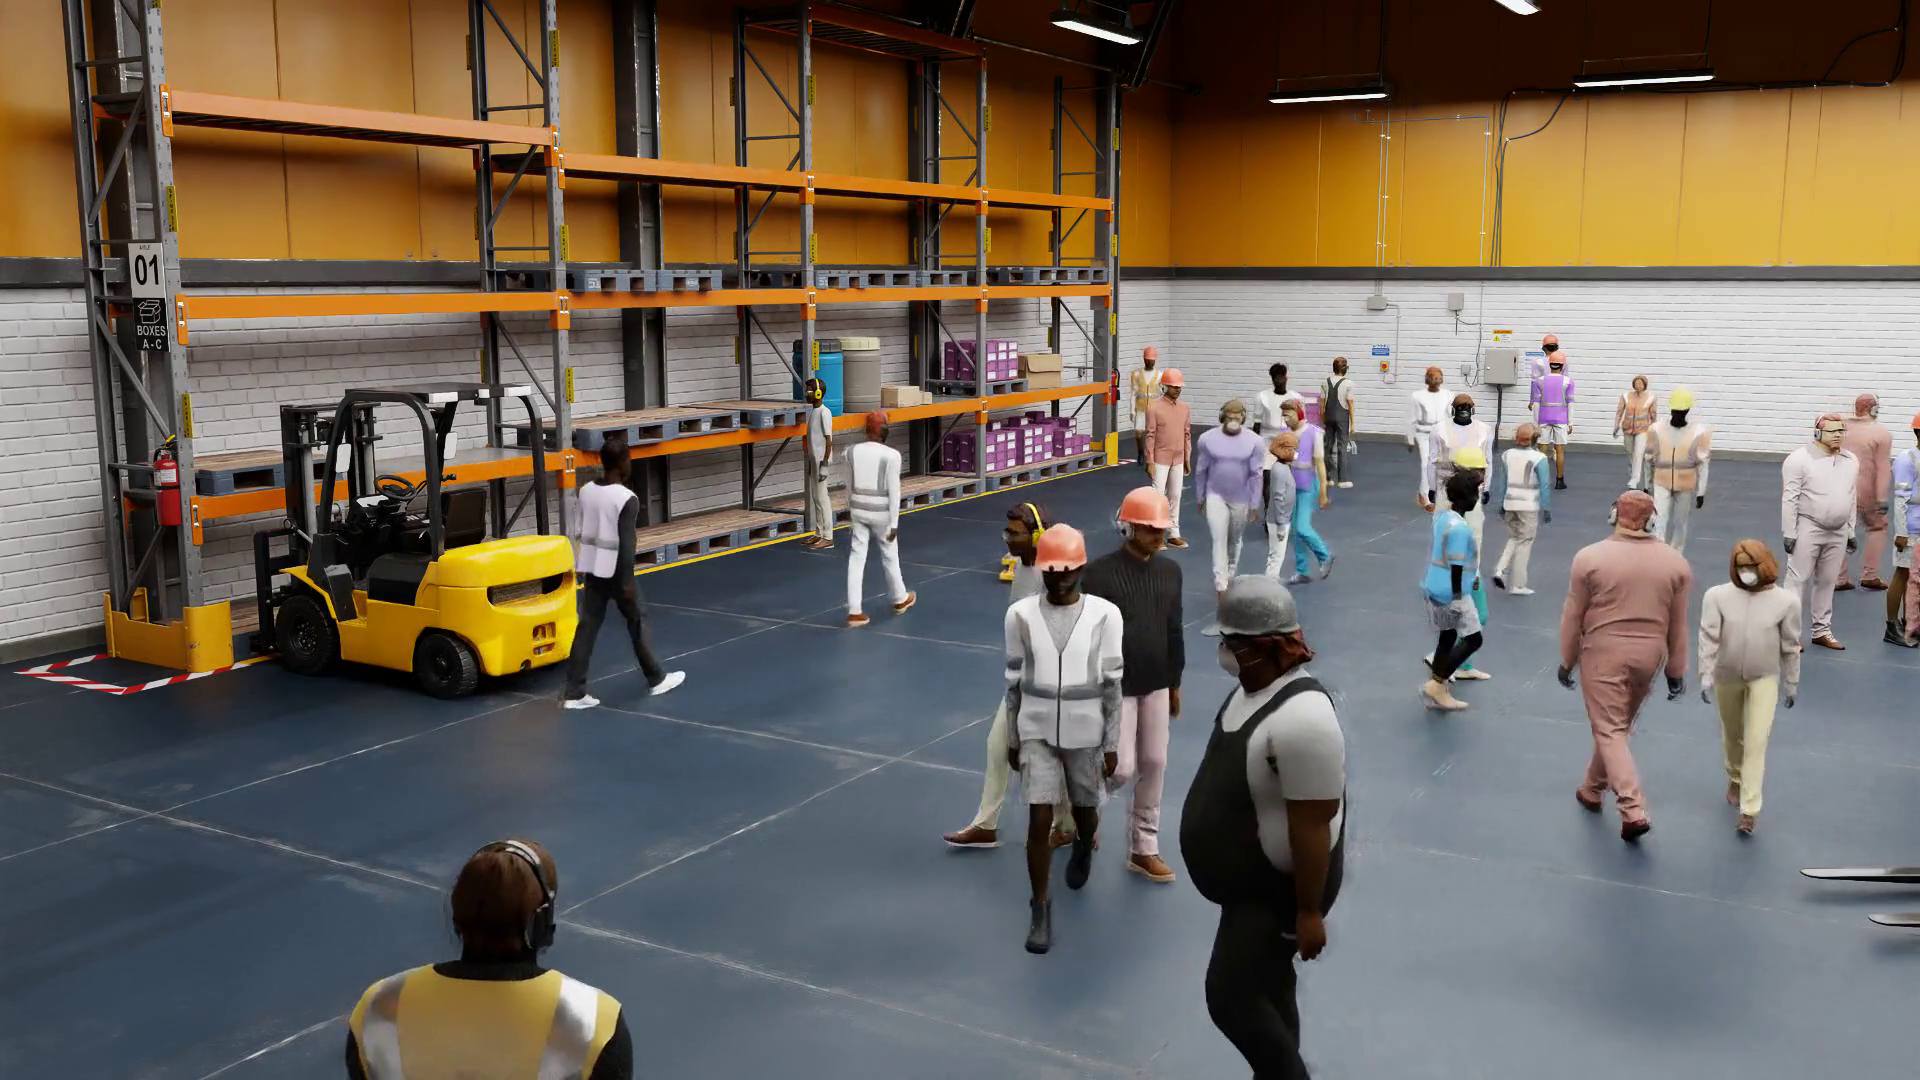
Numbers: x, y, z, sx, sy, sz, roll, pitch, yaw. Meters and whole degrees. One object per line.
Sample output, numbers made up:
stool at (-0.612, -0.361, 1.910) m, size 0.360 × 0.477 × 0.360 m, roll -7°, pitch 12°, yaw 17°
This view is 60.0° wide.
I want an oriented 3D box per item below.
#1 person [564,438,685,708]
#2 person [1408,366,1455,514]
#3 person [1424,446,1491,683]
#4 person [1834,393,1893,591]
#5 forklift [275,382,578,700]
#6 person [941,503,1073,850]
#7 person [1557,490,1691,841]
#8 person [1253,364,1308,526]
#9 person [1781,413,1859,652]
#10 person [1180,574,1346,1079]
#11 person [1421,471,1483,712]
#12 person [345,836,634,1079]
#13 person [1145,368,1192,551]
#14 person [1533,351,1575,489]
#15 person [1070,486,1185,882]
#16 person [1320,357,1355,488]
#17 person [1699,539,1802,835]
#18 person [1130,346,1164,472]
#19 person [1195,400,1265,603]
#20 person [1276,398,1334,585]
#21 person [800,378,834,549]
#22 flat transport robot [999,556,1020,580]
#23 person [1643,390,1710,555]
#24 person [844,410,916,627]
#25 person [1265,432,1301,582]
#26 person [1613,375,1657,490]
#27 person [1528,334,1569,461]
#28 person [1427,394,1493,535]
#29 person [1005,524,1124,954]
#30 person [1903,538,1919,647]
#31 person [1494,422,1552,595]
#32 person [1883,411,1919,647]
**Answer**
person at (-2.411, 0.223, 11.630) m, size 0.607 × 1.867 × 0.997 m, roll 7°, pitch 11°, yaw 37°
person at (5.986, -1.298, 21.192) m, size 0.575 × 1.857 × 0.902 m, roll -1°, pitch 9°, yaw -6°
person at (3.689, 0.191, 12.156) m, size 0.485 × 1.756 × 0.572 m, roll 0°, pitch 9°, yaw 0°
person at (8.576, -0.451, 15.752) m, size 0.689 × 1.883 × 0.680 m, roll -5°, pitch 10°, yaw -26°
forklift at (-3.974, -0.067, 12.417) m, size 2.313 × 2.155 × 1.214 m, roll 5°, pitch 11°, yaw 30°
person at (0.260, 0.728, 8.558) m, size 0.795 × 1.842 × 0.564 m, roll -4°, pitch 10°, yaw -23°
person at (3.595, 0.662, 8.982) m, size 0.661 × 1.853 × 0.952 m, roll -1°, pitch 9°, yaw -5°
person at (3.861, -1.122, 19.830) m, size 0.687 × 1.933 × 0.725 m, roll 0°, pitch 9°, yaw -3°
person at (6.876, -0.061, 13.276) m, size 0.638 × 1.909 × 0.408 m, roll -2°, pitch 9°, yaw -10°
person at (1.003, 1.103, 5.590) m, size 0.540 × 2.000 × 0.709 m, roll -1°, pitch 9°, yaw -4°
person at (3.380, 0.363, 11.355) m, size 0.367 × 1.677 × 0.535 m, roll 0°, pitch 9°, yaw 1°
person at (-0.980, 1.520, 3.684) m, size 0.648 × 1.807 × 0.817 m, roll 0°, pitch 9°, yaw 2°
person at (2.280, -0.875, 18.119) m, size 0.617 × 1.986 × 0.408 m, roll -6°, pitch 11°, yaw -34°
person at (8.290, -1.672, 23.231) m, size 0.546 × 1.938 × 0.360 m, roll 5°, pitch 10°, yaw 27°
person at (0.839, 0.701, 8.286) m, size 0.631 × 1.977 × 0.551 m, roll -5°, pitch 10°, yaw -30°
person at (5.307, -1.650, 23.385) m, size 0.514 × 1.844 × 0.327 m, roll 8°, pitch 12°, yaw 40°
person at (4.323, 0.770, 9.129) m, size 0.495 × 1.571 × 0.924 m, roll 5°, pitch 10°, yaw 29°
person at (2.856, -1.984, 25.229) m, size 0.554 × 1.919 × 0.468 m, roll 1°, pitch 9°, yaw 7°
person at (2.498, -0.383, 15.444) m, size 0.626 × 1.875 × 1.036 m, roll 1°, pitch 9°, yaw 8°
person at (3.299, -0.466, 16.075) m, size 0.506 × 1.812 × 0.622 m, roll -5°, pitch 11°, yaw -31°
person at (-1.566, -0.837, 18.231) m, size 0.315 × 1.870 × 0.532 m, roll -4°, pitch 10°, yaw -21°
flat transport robot at (0.834, 0.202, 16.719) m, size 0.652 × 0.197 × 1.431 m, roll 2°, pitch 9°, yaw 11°
person at (7.020, -0.538, 16.359) m, size 0.602 × 1.863 × 1.032 m, roll 5°, pitch 10°, yaw 29°
person at (-0.725, -0.206, 14.396) m, size 0.600 × 1.828 × 0.979 m, roll 4°, pitch 10°, yaw 25°
person at (2.819, -0.132, 14.566) m, size 0.278 × 1.633 × 0.497 m, roll 2°, pitch 9°, yaw 15°
person at (9.498, -1.521, 23.370) m, size 0.523 × 1.595 × 0.870 m, roll 7°, pitch 11°, yaw 37°
person at (9.411, -2.270, 26.635) m, size 0.605 × 2.045 × 0.378 m, roll 0°, pitch 9°, yaw -1°
person at (4.888, -0.511, 16.289) m, size 0.625 × 1.844 × 0.429 m, roll 1°, pitch 9°, yaw 7°
person at (0.482, 0.848, 7.615) m, size 0.543 × 1.915 × 0.796 m, roll 1°, pitch 9°, yaw 9°
person at (6.014, 0.542, 10.075) m, size 0.535 × 1.725 × 0.751 m, roll 8°, pitch 12°, yaw 42°
person at (5.276, -0.284, 15.548) m, size 0.366 × 1.629 × 0.532 m, roll -5°, pitch 10°, yaw -28°
person at (7.768, -0.106, 13.456) m, size 0.550 × 1.937 × 0.357 m, roll -5°, pitch 11°, yaw -30°
